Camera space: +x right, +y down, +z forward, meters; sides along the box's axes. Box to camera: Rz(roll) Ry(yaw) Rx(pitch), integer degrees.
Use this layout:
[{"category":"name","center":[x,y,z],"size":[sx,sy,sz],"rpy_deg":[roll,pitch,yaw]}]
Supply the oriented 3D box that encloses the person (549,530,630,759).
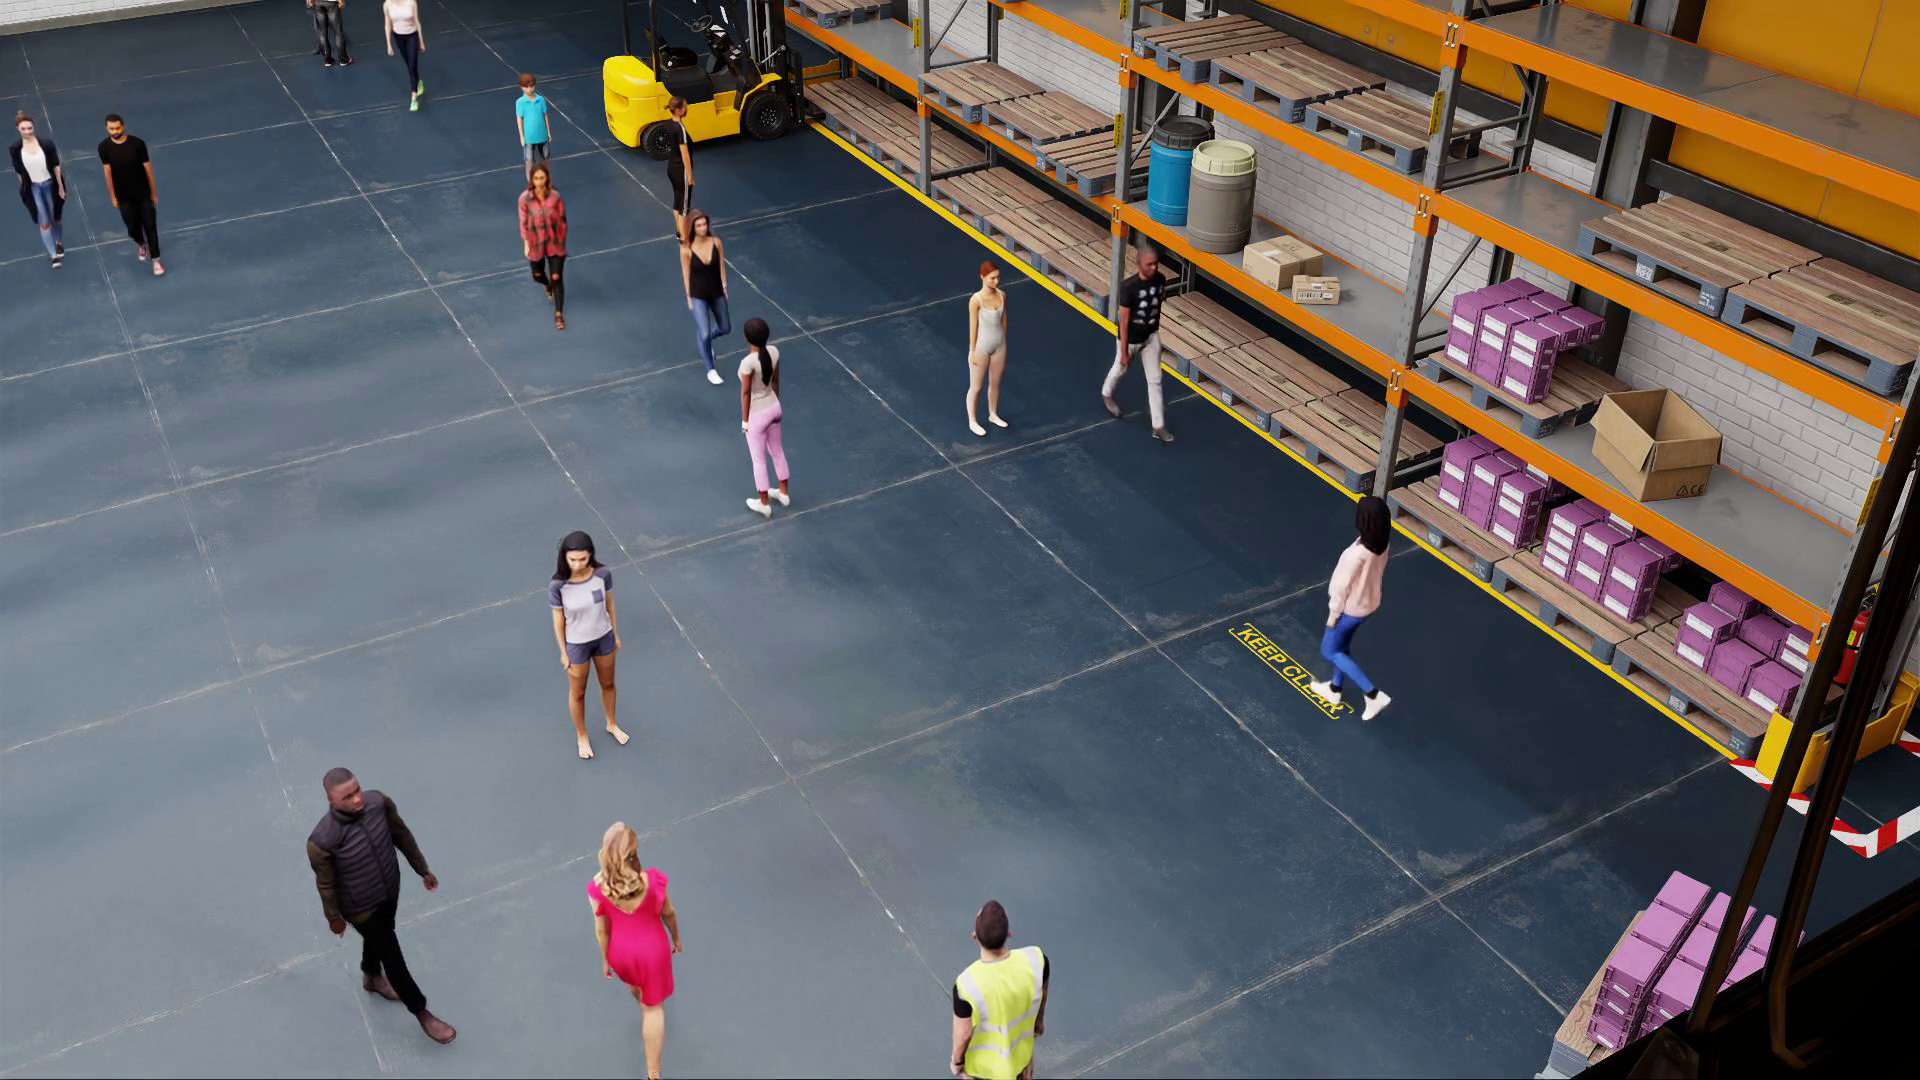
[{"category":"person","center":[-2.483,0.668,11.116],"size":[0.582,1.732,0.506],"rpy_deg":[-19,38,-26]}]

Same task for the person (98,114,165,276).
[{"category":"person","center":[-8.774,-3.707,17.689],"size":[0.686,1.744,0.831],"rpy_deg":[-12,35,-17]}]

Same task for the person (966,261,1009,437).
[{"category":"person","center":[0.234,-1.712,14.779],"size":[0.539,1.643,0.476],"rpy_deg":[-19,38,-27]}]

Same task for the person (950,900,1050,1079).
[{"category":"person","center":[0.181,2.497,8.263],"size":[0.674,1.845,0.683],"rpy_deg":[-18,37,-24]}]

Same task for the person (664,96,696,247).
[{"category":"person","center":[-3.084,-4.066,18.297],"size":[0.645,1.668,0.471],"rpy_deg":[-16,37,-22]}]

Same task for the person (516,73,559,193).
[{"category":"person","center":[-5.006,-4.779,19.567],"size":[0.513,1.448,0.474],"rpy_deg":[-18,38,-25]}]

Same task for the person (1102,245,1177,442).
[{"category":"person","center":[1.536,-1.802,14.817],"size":[0.658,1.749,1.257],"rpy_deg":[-17,37,-24]}]

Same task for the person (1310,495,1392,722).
[{"category":"person","center":[2.749,0.507,11.341],"size":[0.981,1.752,0.812],"rpy_deg":[28,42,35]}]

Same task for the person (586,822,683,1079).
[{"category":"person","center":[-1.699,2.247,8.783],"size":[0.862,1.685,1.126],"rpy_deg":[-3,34,-5]}]

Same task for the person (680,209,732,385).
[{"category":"person","center":[-2.413,-2.328,15.642],"size":[0.603,1.712,0.824],"rpy_deg":[-20,39,-27]}]

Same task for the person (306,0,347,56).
[{"category":"person","center":[-9.295,-7.749,24.172],"size":[0.859,1.297,0.740],"rpy_deg":[24,40,31]}]

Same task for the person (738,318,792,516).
[{"category":"person","center":[-1.609,-1.024,13.655],"size":[0.646,1.740,0.635],"rpy_deg":[22,39,29]}]

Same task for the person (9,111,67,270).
[{"category":"person","center":[-9.875,-3.803,17.917],"size":[0.624,1.649,1.026],"rpy_deg":[-16,37,-22]}]

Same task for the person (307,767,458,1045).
[{"category":"person","center":[-3.300,1.927,9.160],"size":[1.198,1.800,1.058],"rpy_deg":[15,37,22]}]

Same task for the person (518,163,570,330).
[{"category":"person","center":[-4.144,-2.971,16.633],"size":[0.774,1.686,0.956],"rpy_deg":[-7,34,-10]}]

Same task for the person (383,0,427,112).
[{"category":"person","center":[-7.375,-6.665,22.219],"size":[0.975,1.655,1.285],"rpy_deg":[-3,34,-4]}]

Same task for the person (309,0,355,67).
[{"category":"person","center":[-9.010,-7.647,23.563],"size":[0.718,1.803,0.727],"rpy_deg":[1,34,2]}]
